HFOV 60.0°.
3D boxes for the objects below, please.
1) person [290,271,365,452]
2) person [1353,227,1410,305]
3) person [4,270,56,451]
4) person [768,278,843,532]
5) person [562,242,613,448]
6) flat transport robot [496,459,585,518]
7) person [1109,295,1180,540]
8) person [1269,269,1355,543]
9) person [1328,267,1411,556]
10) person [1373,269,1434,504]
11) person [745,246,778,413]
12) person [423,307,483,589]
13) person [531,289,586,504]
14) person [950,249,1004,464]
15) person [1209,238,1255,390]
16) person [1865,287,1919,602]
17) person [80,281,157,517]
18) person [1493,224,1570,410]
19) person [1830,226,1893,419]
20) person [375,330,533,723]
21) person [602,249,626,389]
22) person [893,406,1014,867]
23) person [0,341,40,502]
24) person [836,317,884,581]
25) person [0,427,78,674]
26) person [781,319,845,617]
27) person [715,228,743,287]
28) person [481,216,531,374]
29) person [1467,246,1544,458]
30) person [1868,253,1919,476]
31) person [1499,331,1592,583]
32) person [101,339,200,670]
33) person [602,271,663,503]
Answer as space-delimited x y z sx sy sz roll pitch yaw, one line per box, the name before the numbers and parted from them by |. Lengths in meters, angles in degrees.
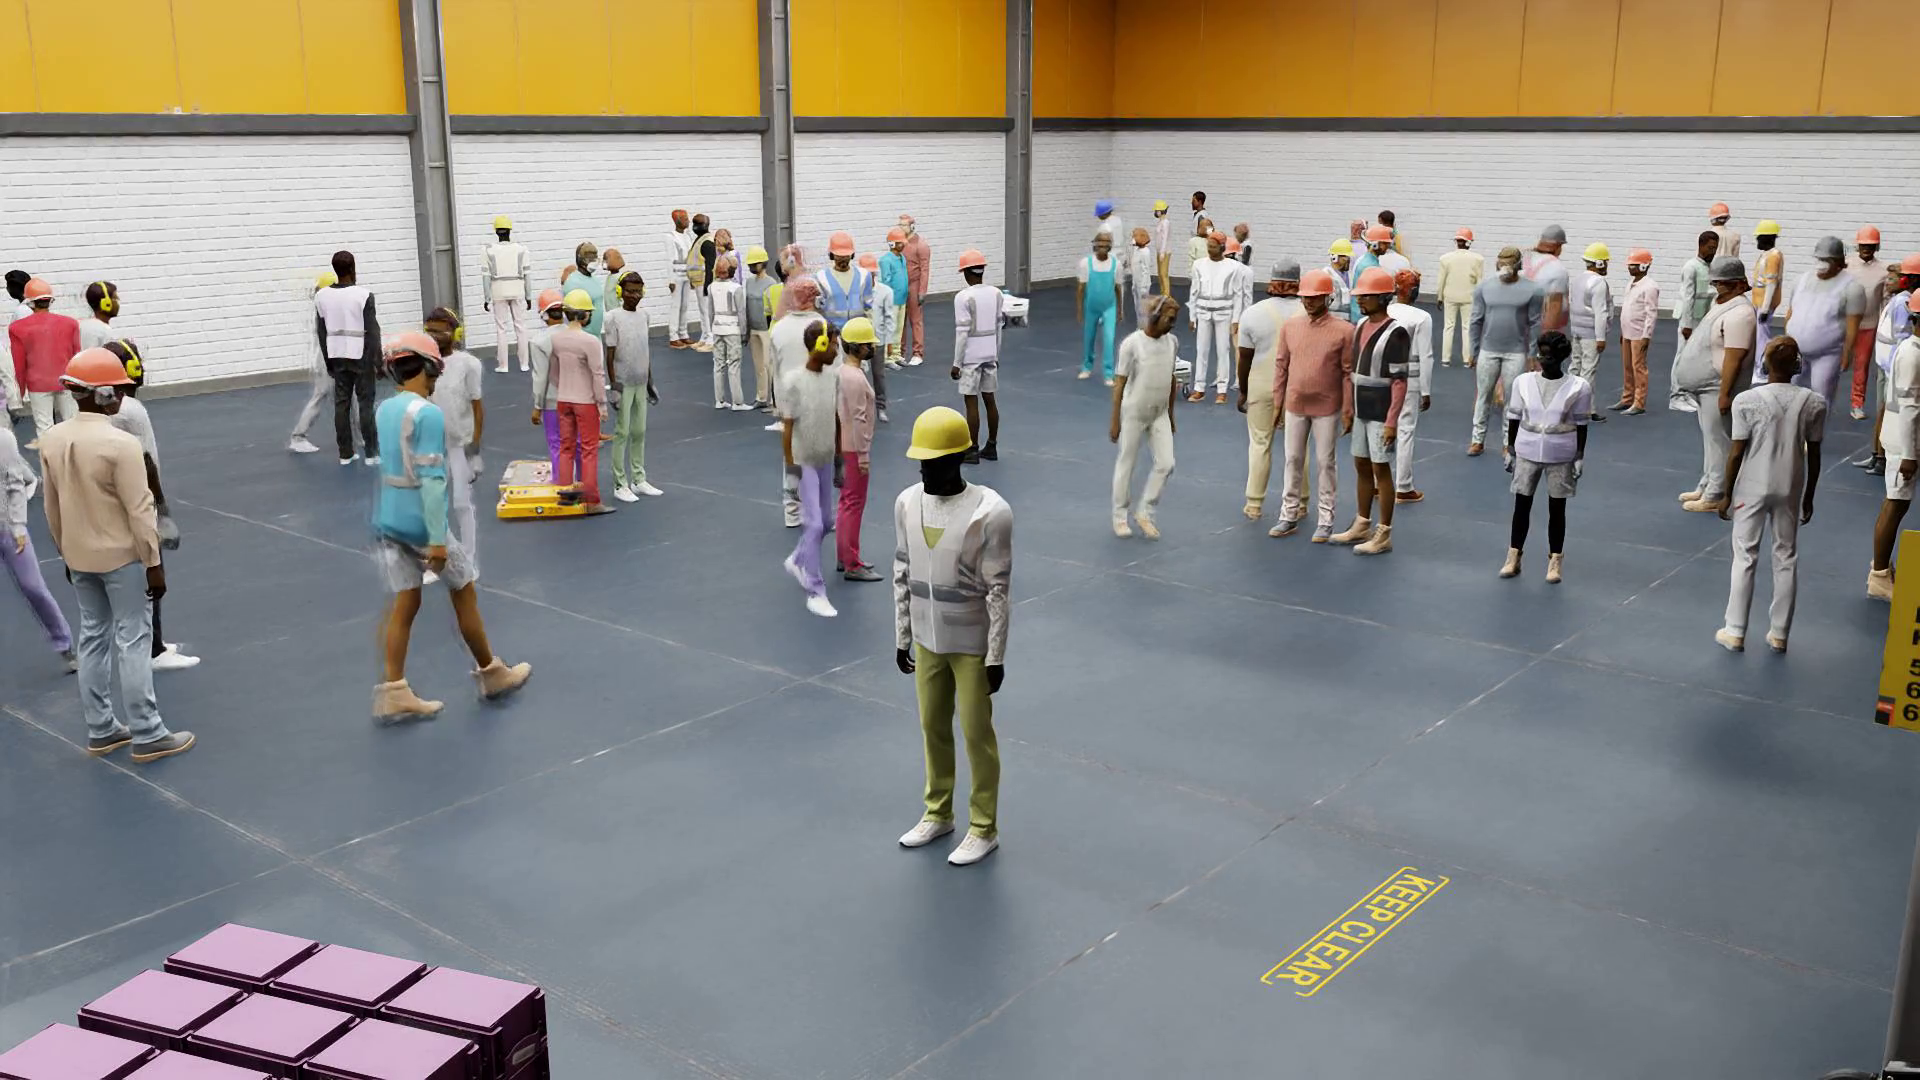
person | -5.909 -1.674 15.598 0.892 1.686 0.473 -5 15 -18
person | 4.682 -2.509 18.473 0.641 1.908 0.407 7 16 27
person | -8.737 -1.696 15.671 0.319 1.687 0.539 -5 15 -20
person | -1.116 -1.006 12.493 0.644 1.901 0.400 9 17 32
person | -3.533 -1.850 15.781 0.379 1.937 0.629 2 14 9
flat transport robot | -3.371 -0.440 13.522 0.652 0.197 1.431 -2 14 -9
person | 1.351 -0.881 12.167 0.621 1.803 0.615 -7 16 -25
person | 2.576 -0.977 12.169 0.626 1.992 0.387 9 17 32
person | 2.912 -0.907 11.793 0.397 2.043 0.609 -4 15 -16
person | 3.542 -1.239 13.442 0.337 1.882 0.584 -13 19 -43
person | -2.113 -2.230 17.664 0.343 1.761 0.527 -12 19 -40
person | -3.385 -0.596 10.958 0.555 1.850 0.382 3 14 14
person | -3.189 -1.116 13.233 0.337 1.743 0.560 10 17 35
person | 0.134 -1.647 14.985 0.543 1.928 0.374 -12 19 -40
person | 3.113 -2.604 19.187 0.565 1.744 0.348 13 19 42
person | 6.089 -0.617 10.634 0.370 2.044 0.608 8 16 29
person | -6.454 -1.053 12.766 0.574 1.846 0.607 13 19 41
person | 6.060 -2.346 17.551 0.884 2.000 0.689 -6 15 -23
person | 9.314 -2.252 17.264 0.613 1.995 0.391 6 15 21
person | -2.711 -0.082 8.638 0.685 1.975 0.970 13 19 42
person | -3.937 -2.508 19.025 0.281 1.632 0.503 -8 16 -29
person | -0.048 0.396 6.852 0.582 1.919 0.396 10 17 35
person | -7.672 -1.038 13.154 0.550 1.622 0.377 8 16 29
person | -0.681 -0.609 11.167 0.315 1.767 0.535 -3 14 -13
person | -5.230 -0.052 8.995 0.725 1.740 0.524 -3 14 -13
person | -0.967 -0.478 10.496 0.707 1.839 0.602 12 19 41
person | -3.192 -3.382 22.504 0.525 1.639 0.307 3 14 11
person | -5.566 -3.008 20.436 0.594 1.919 0.370 -7 16 -26
person | 4.975 -1.713 15.227 0.629 1.939 0.371 6 15 24
person | 8.182 -1.514 14.431 0.356 1.939 0.543 6 15 22
person | 3.900 -0.553 11.087 0.538 1.692 0.319 8 16 29
person | -4.584 -0.180 9.287 0.577 1.854 0.341 13 19 42
person | -2.662 -1.250 13.531 0.327 1.865 0.517 9 17 32
